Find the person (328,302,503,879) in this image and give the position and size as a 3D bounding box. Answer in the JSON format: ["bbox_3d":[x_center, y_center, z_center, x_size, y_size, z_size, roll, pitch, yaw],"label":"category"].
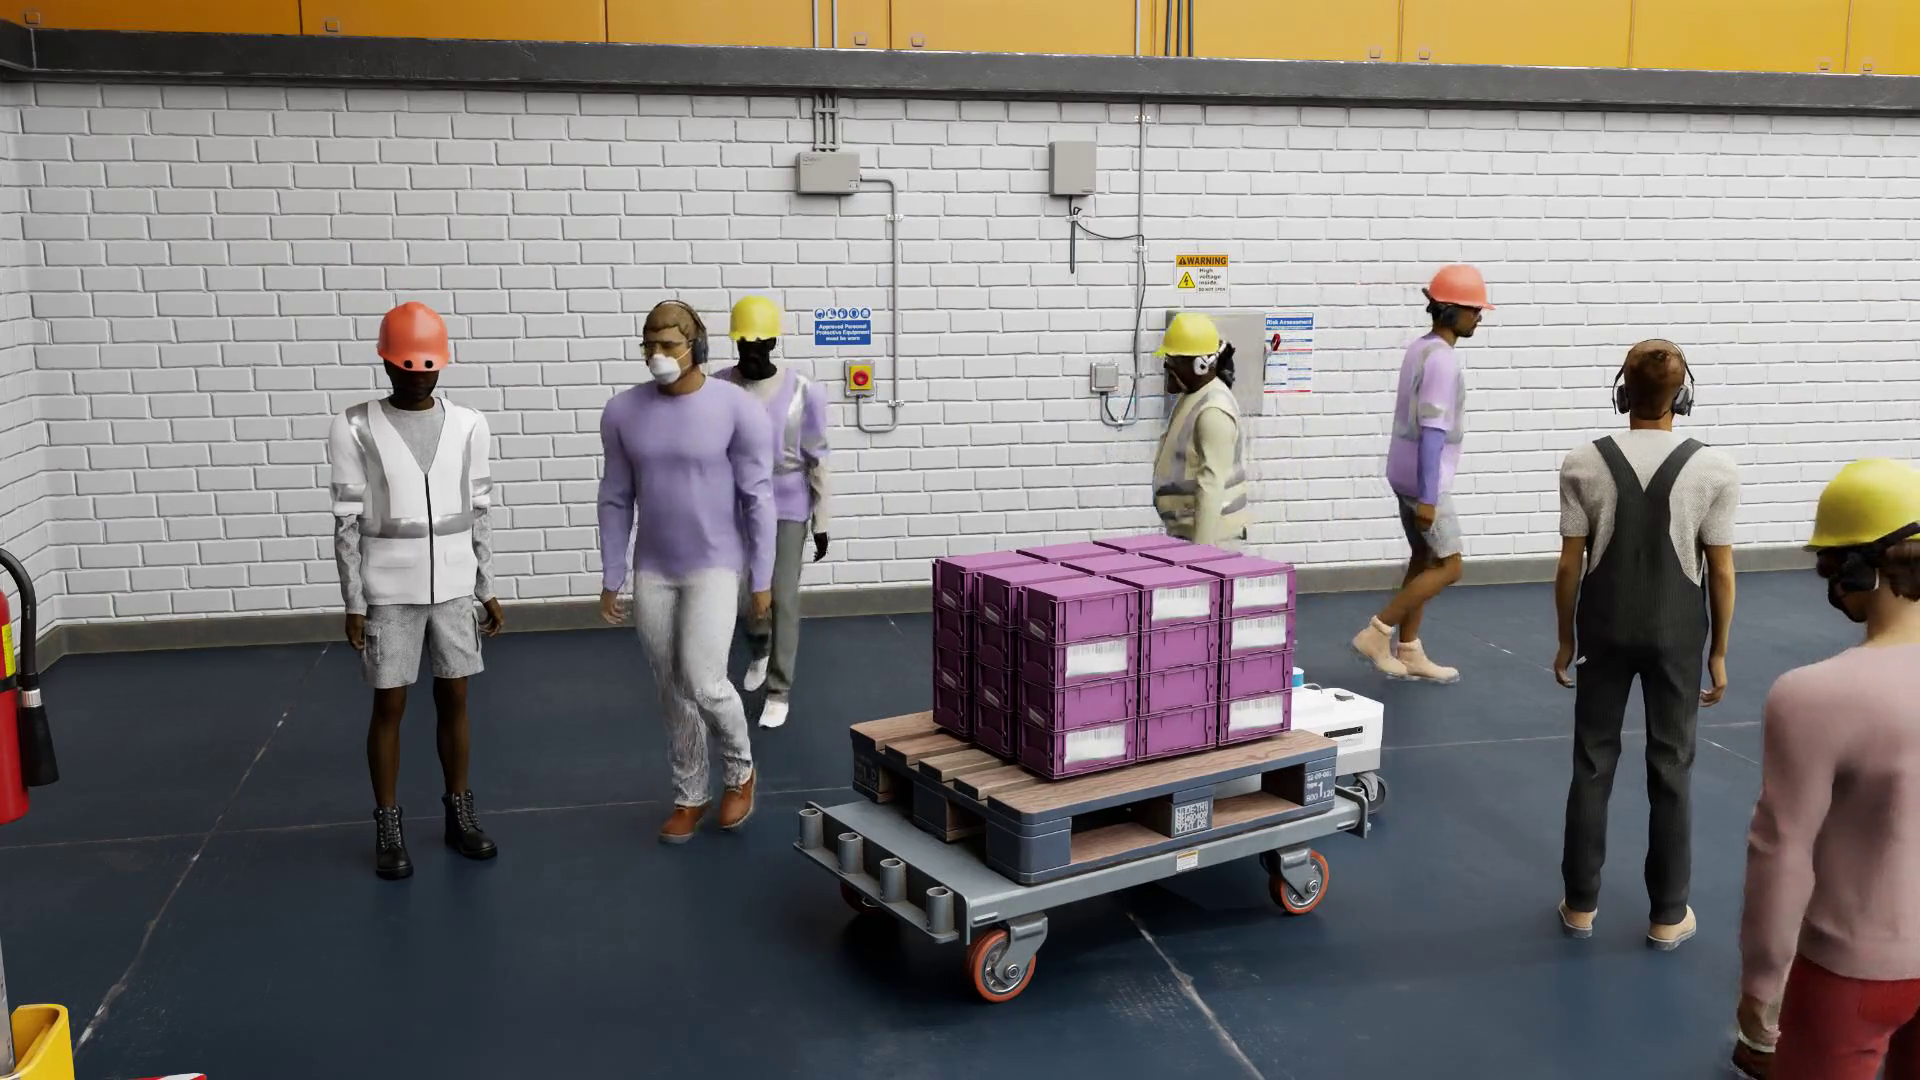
[{"bbox_3d":[-1.813,0.167,5.619,0.543,1.928,0.373,-7,13,-35],"label":"person"}]

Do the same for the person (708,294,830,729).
[{"bbox_3d":[-0.858,-0.136,7.375,0.607,1.905,0.623,2,10,9],"label":"person"}]

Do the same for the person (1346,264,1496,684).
[{"bbox_3d":[2.209,-0.285,7.856,0.536,2.020,0.648,1,10,3],"label":"person"}]

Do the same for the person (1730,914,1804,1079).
[{"bbox_3d":[2.395,0.515,4.045,0.868,1.804,0.556,6,12,28],"label":"person"}]

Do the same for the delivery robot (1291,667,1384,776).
[{"bbox_3d":[1.212,0.712,6.143,0.707,0.478,0.477,-5,11,-27],"label":"delivery robot"}]

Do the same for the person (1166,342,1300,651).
[{"bbox_3d":[1.246,-0.140,8.070,0.862,1.654,0.539,1,10,8],"label":"person"}]

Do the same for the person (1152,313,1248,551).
[{"bbox_3d":[1.028,-0.074,7.235,0.423,1.821,0.640,0,10,-1],"label":"person"}]

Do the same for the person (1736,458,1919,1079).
[{"bbox_3d":[1.621,0.731,2.985,0.539,1.749,0.381,-2,10,-12],"label":"person"}]

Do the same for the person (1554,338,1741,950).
[{"bbox_3d":[2.047,0.320,5.016,0.506,1.842,0.346,5,11,26],"label":"person"}]

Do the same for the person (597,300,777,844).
[{"bbox_3d":[-0.971,0.129,5.830,0.637,1.923,0.433,4,11,19],"label":"person"}]
